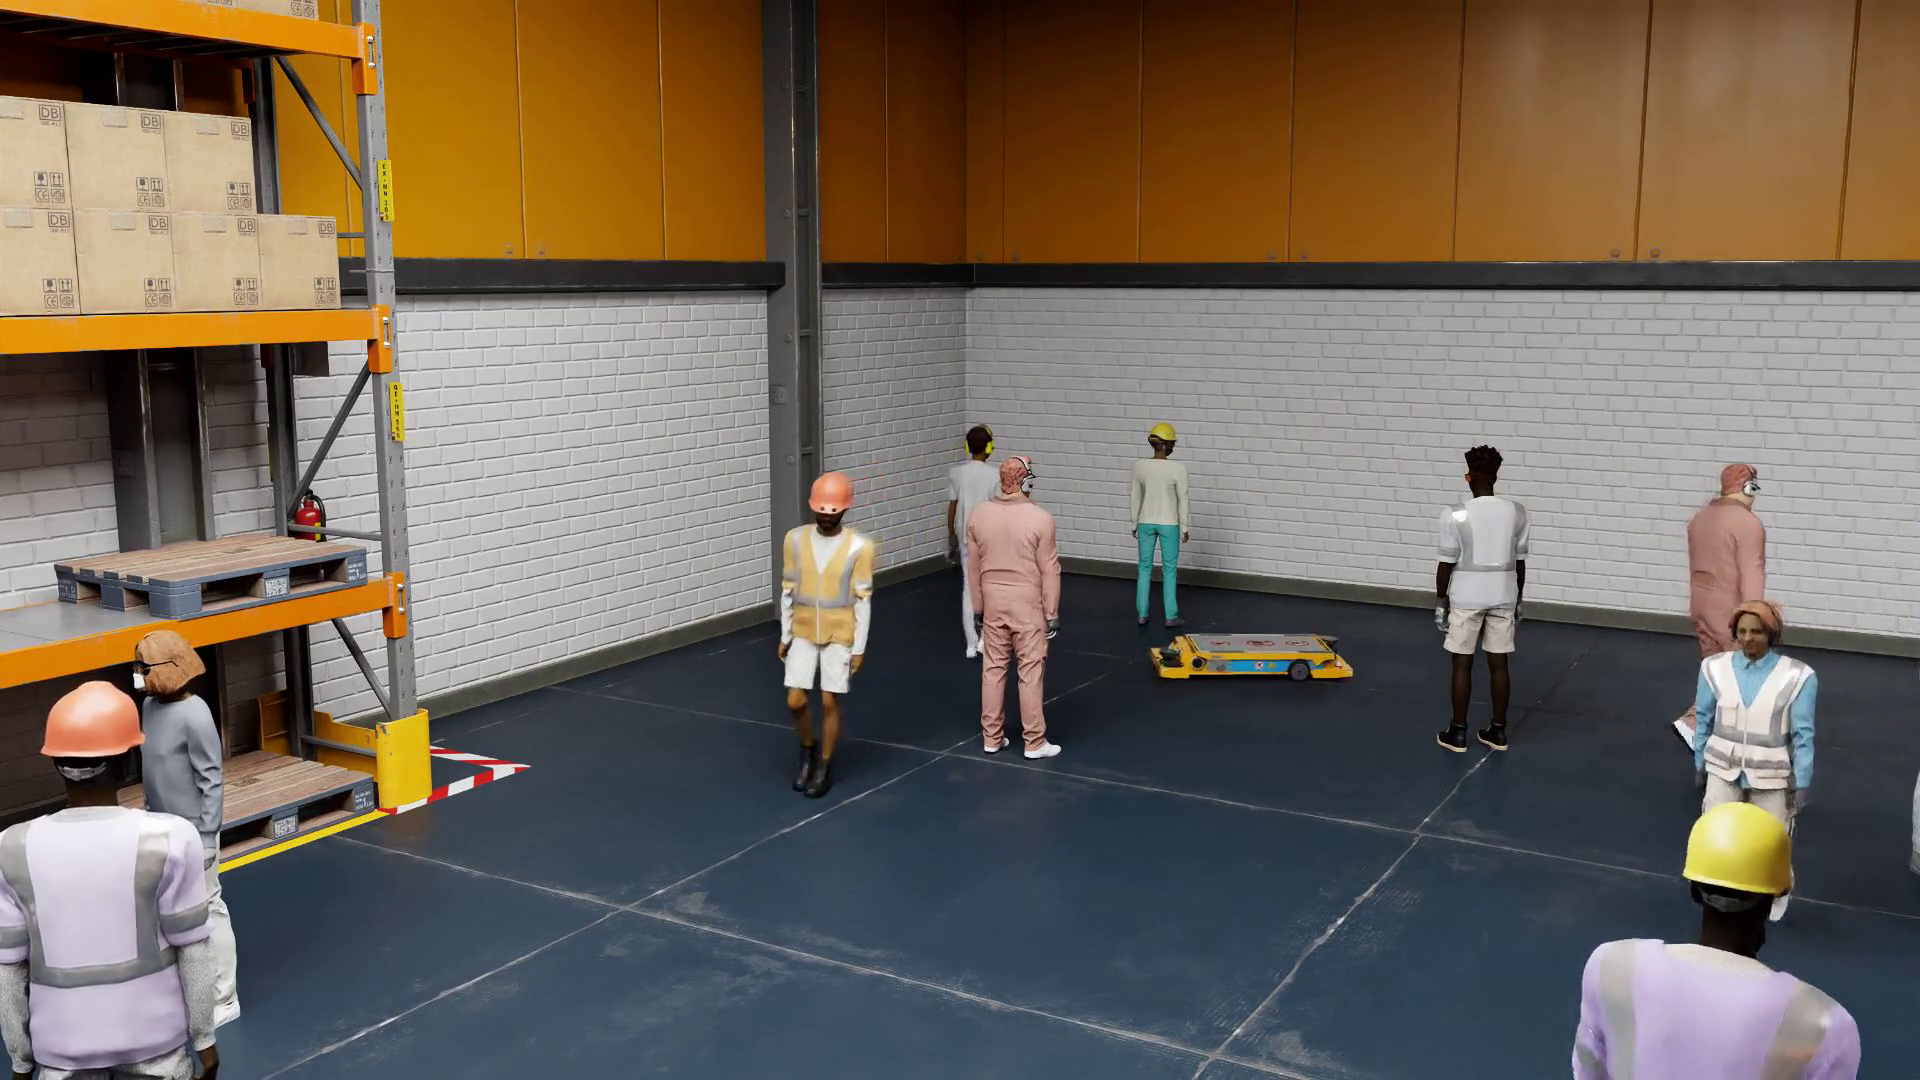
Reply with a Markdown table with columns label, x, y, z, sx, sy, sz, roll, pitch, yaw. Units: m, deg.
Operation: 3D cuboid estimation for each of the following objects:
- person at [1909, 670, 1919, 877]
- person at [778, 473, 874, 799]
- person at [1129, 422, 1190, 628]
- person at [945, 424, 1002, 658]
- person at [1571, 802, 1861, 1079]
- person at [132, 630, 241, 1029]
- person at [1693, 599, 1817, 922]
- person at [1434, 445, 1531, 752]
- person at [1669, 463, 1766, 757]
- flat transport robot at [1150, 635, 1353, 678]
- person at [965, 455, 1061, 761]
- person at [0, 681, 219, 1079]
| label | x | y | z | sx | sy | sz | roll | pitch | yaw |
| --- | --- | --- | --- | --- | --- | --- | --- | --- | --- |
| person | 5.044 | 0.749 | 8.243 | 0.615 | 1.943 | 0.409 | -2 | 9 | -13 |
| person | -0.780 | 0.557 | 9.541 | 0.578 | 1.909 | 0.447 | 2 | 9 | 10 |
| person | 1.718 | -0.128 | 14.278 | 0.533 | 1.765 | 0.322 | 5 | 10 | 27 |
| person | 0.117 | 0.023 | 13.065 | 0.574 | 1.871 | 0.406 | 3 | 10 | 21 |
| person | 1.645 | 1.513 | 3.742 | 0.606 | 1.877 | 1.028 | 7 | 11 | 37 |
| person | -3.115 | 1.159 | 6.655 | 0.507 | 1.632 | 0.267 | 7 | 12 | 39 |
| person | 3.541 | 1.042 | 7.417 | 0.519 | 1.617 | 0.660 | 8 | 12 | 40 |
| person | 3.298 | 0.375 | 10.558 | 0.599 | 1.958 | 0.377 | -1 | 9 | -4 |
| person | 4.669 | 0.466 | 10.225 | 0.524 | 1.874 | 0.727 | -1 | 9 | -5 |
| flat transport robot | 2.201 | 0.878 | 12.643 | 1.431 | 0.197 | 0.652 | 0 | 9 | 0 |
| person | 0.358 | 0.422 | 10.408 | 0.638 | 1.909 | 0.408 | 5 | 11 | 31 |
| person | -2.320 | 1.343 | 4.562 | 0.548 | 1.937 | 0.379 | -2 | 9 | -13 |
